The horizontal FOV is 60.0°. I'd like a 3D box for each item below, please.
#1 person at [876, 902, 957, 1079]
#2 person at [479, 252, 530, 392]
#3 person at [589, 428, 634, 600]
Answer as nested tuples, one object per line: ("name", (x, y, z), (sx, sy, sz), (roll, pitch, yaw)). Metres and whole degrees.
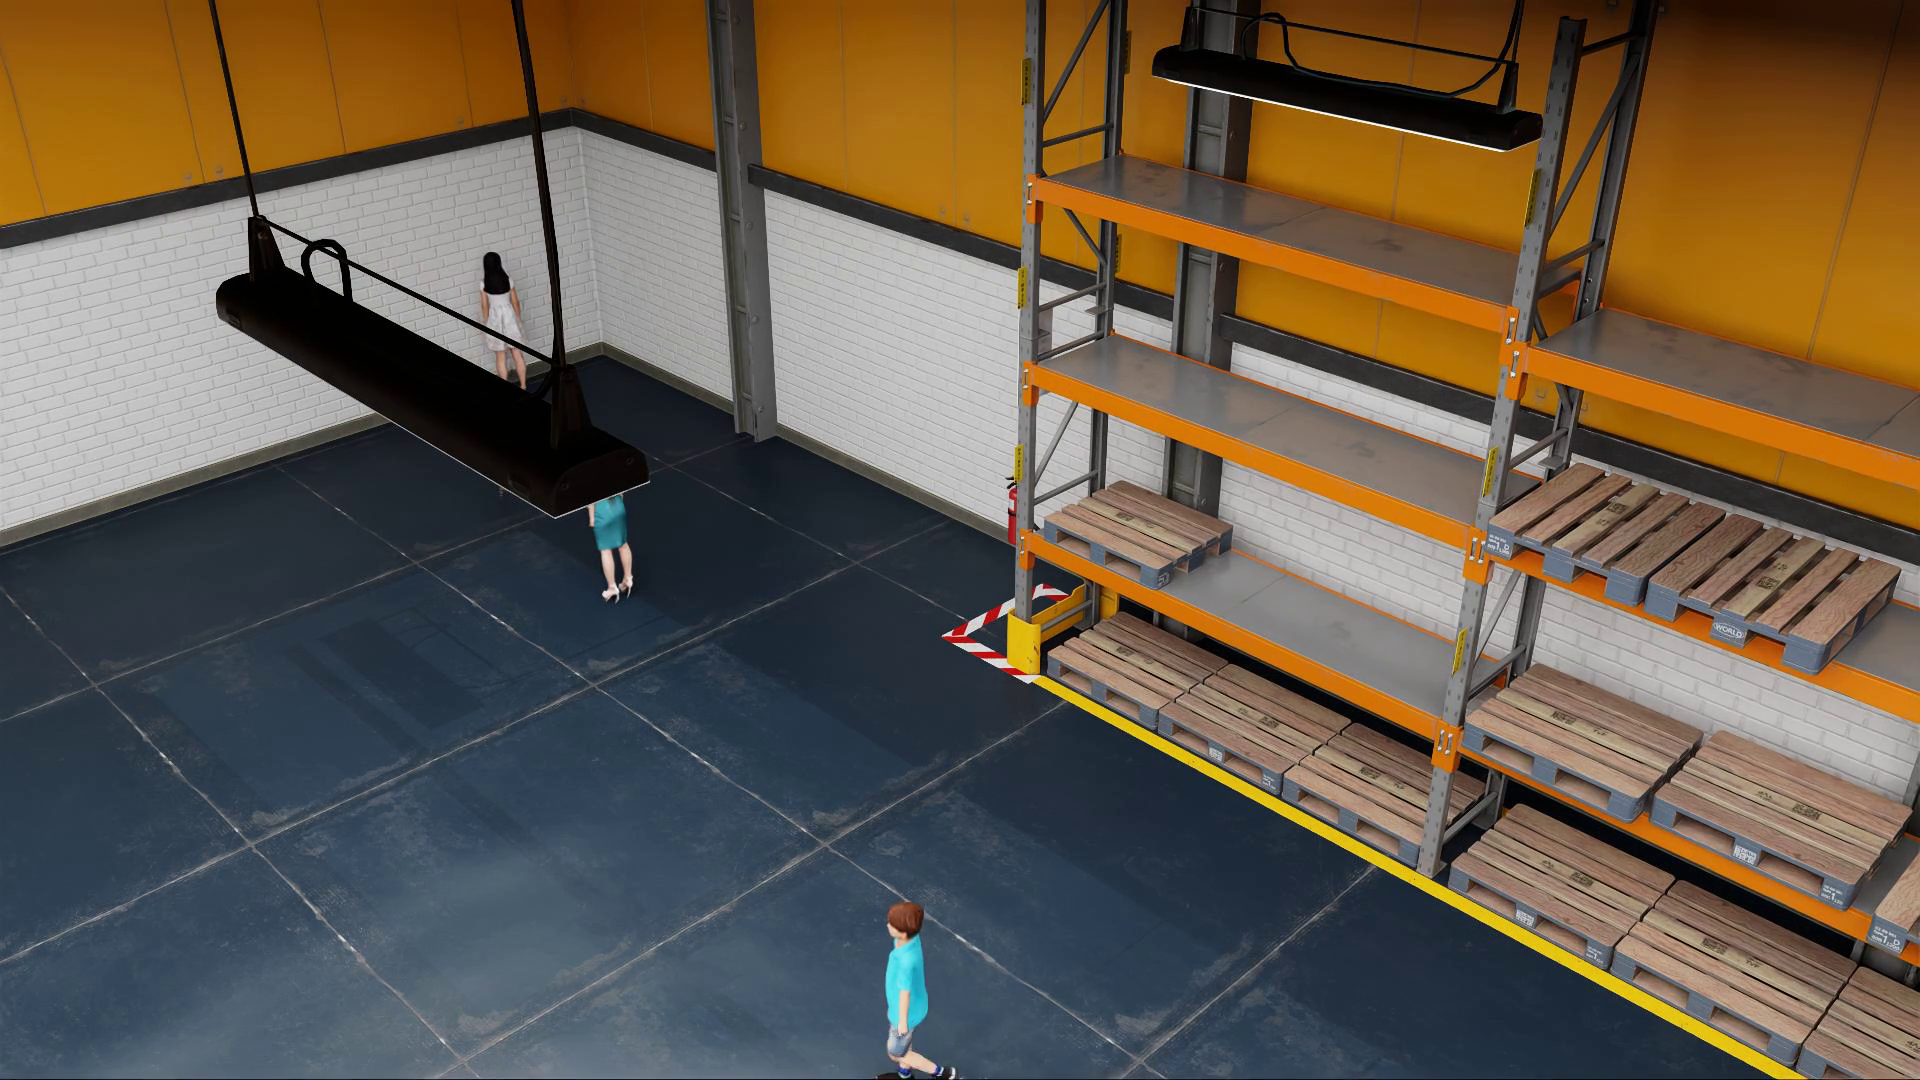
("person", (-0.255, 2.747, 9.859), (0.821, 1.437, 0.753), (1, 29, 3))
("person", (-5.211, -2.431, 19.000), (0.764, 1.773, 0.791), (-8, 30, -15))
("person", (-3.176, -0.243, 15.081), (0.476, 1.685, 0.534), (24, 37, 37))
